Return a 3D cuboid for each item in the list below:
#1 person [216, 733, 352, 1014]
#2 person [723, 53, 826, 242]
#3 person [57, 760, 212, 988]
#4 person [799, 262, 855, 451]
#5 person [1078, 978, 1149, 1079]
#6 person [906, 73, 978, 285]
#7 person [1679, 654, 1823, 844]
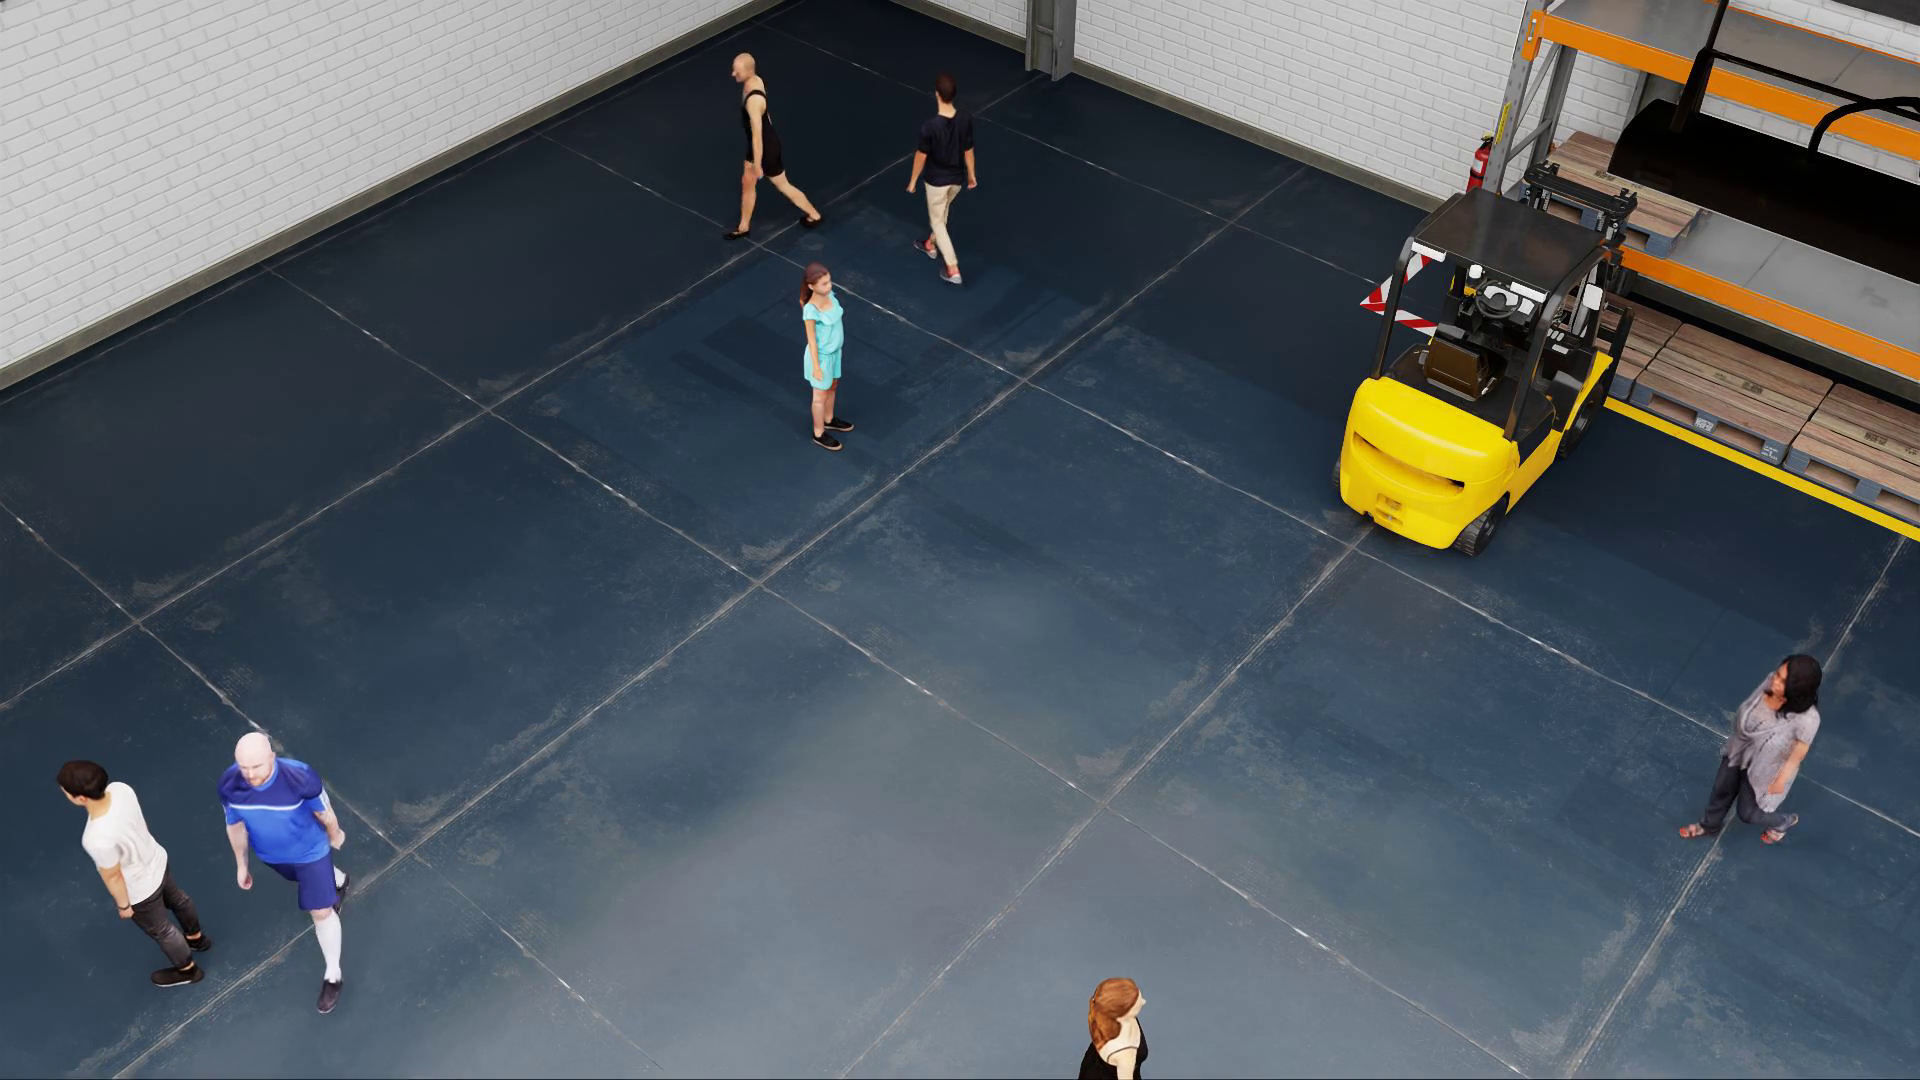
[{"bbox_3d":[-3.589,1.595,9.006,1.186,1.791,1.171,2,44,2],"label":"person"},{"bbox_3d":[-1.582,-3.349,14.219,1.161,1.759,1.197,-6,44,-6],"label":"person"},{"bbox_3d":[-4.385,1.768,8.874,0.760,1.721,0.697,-4,44,-4],"label":"person"},{"bbox_3d":[-1.008,-1.384,12.301,0.634,1.558,0.615,16,46,16],"label":"person"},{"bbox_3d":[0.714,2.604,8.068,0.727,1.623,0.660,-7,44,-7],"label":"person"},{"bbox_3d":[-0.096,-2.923,13.736,0.852,1.809,1.073,-24,49,-23],"label":"person"},{"bbox_3d":[4.669,1.229,9.533,0.945,1.594,0.901,-7,44,-7],"label":"person"}]
